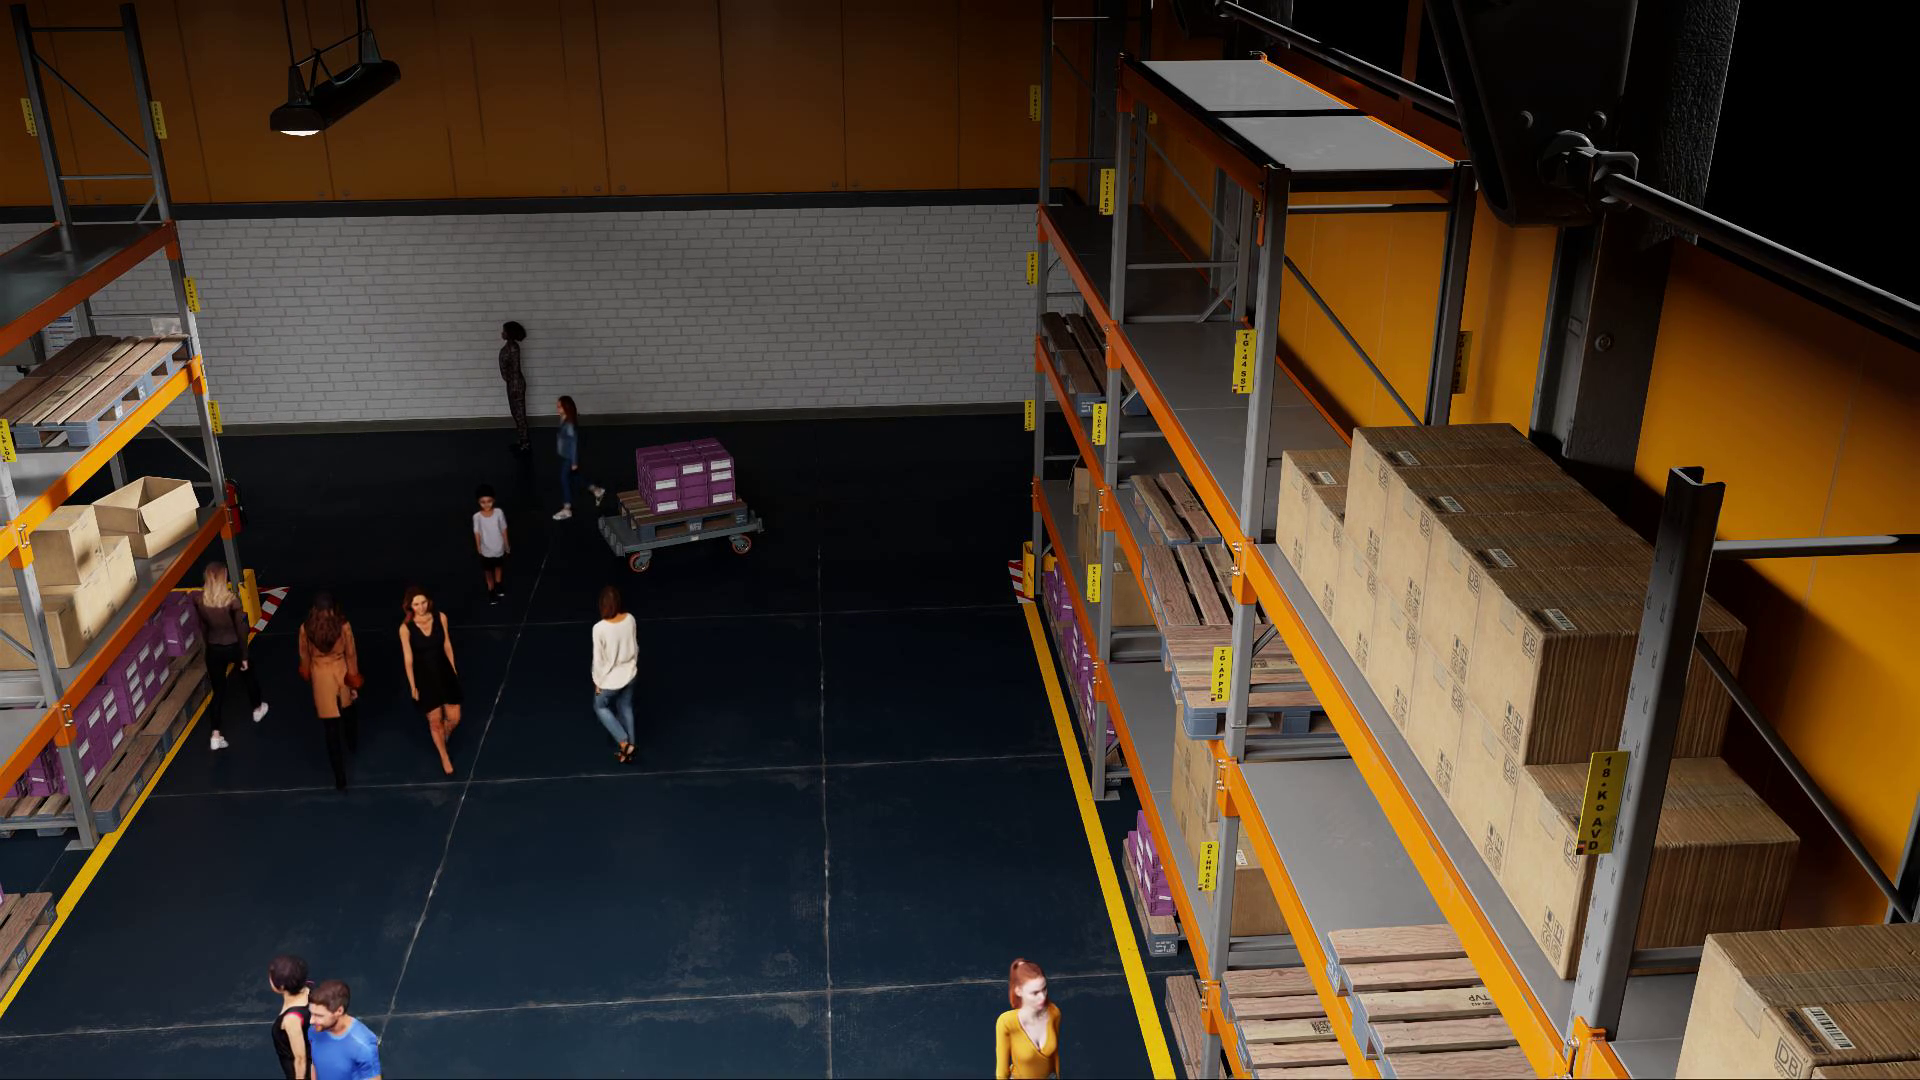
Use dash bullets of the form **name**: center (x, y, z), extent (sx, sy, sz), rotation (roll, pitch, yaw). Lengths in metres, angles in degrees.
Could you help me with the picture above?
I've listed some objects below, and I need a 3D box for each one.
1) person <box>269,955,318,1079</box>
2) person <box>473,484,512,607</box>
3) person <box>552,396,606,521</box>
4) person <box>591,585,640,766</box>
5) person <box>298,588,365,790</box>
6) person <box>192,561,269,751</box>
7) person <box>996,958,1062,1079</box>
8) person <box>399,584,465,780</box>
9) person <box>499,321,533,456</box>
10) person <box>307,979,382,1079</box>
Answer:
- **person**: center (-3.829, 3.082, 9.773), extent (0.608, 1.552, 0.443), rotation (-1, 24, -2)
- **person**: center (-4.846, 0.000, 17.208), extent (0.612, 1.243, 0.743), rotation (-11, 26, -24)
- **person**: center (-4.440, -0.967, 19.150), extent (0.814, 1.459, 0.903), rotation (-11, 26, -23)
- **person**: center (-2.841, 1.181, 13.975), extent (0.822, 1.669, 0.770), rotation (21, 31, 40)
- **person**: center (-5.204, 1.259, 13.791), extent (0.909, 1.675, 1.277), rotation (-9, 25, -20)
- **person**: center (-6.380, 1.019, 14.350), extent (0.664, 1.665, 1.143), rotation (0, 24, 0)
- **person**: center (0.380, 3.132, 9.411), extent (0.674, 1.750, 0.707), rotation (-12, 26, -26)
- **person**: center (-4.417, 1.162, 13.829), extent (0.745, 1.821, 0.810), rotation (-18, 29, -35)
- **person**: center (-5.628, -1.935, 21.055), extent (0.716, 1.708, 0.620), rotation (-11, 26, -23)
- **person**: center (-3.282, 3.163, 9.237), extent (1.102, 1.833, 1.279), rotation (14, 27, 29)
